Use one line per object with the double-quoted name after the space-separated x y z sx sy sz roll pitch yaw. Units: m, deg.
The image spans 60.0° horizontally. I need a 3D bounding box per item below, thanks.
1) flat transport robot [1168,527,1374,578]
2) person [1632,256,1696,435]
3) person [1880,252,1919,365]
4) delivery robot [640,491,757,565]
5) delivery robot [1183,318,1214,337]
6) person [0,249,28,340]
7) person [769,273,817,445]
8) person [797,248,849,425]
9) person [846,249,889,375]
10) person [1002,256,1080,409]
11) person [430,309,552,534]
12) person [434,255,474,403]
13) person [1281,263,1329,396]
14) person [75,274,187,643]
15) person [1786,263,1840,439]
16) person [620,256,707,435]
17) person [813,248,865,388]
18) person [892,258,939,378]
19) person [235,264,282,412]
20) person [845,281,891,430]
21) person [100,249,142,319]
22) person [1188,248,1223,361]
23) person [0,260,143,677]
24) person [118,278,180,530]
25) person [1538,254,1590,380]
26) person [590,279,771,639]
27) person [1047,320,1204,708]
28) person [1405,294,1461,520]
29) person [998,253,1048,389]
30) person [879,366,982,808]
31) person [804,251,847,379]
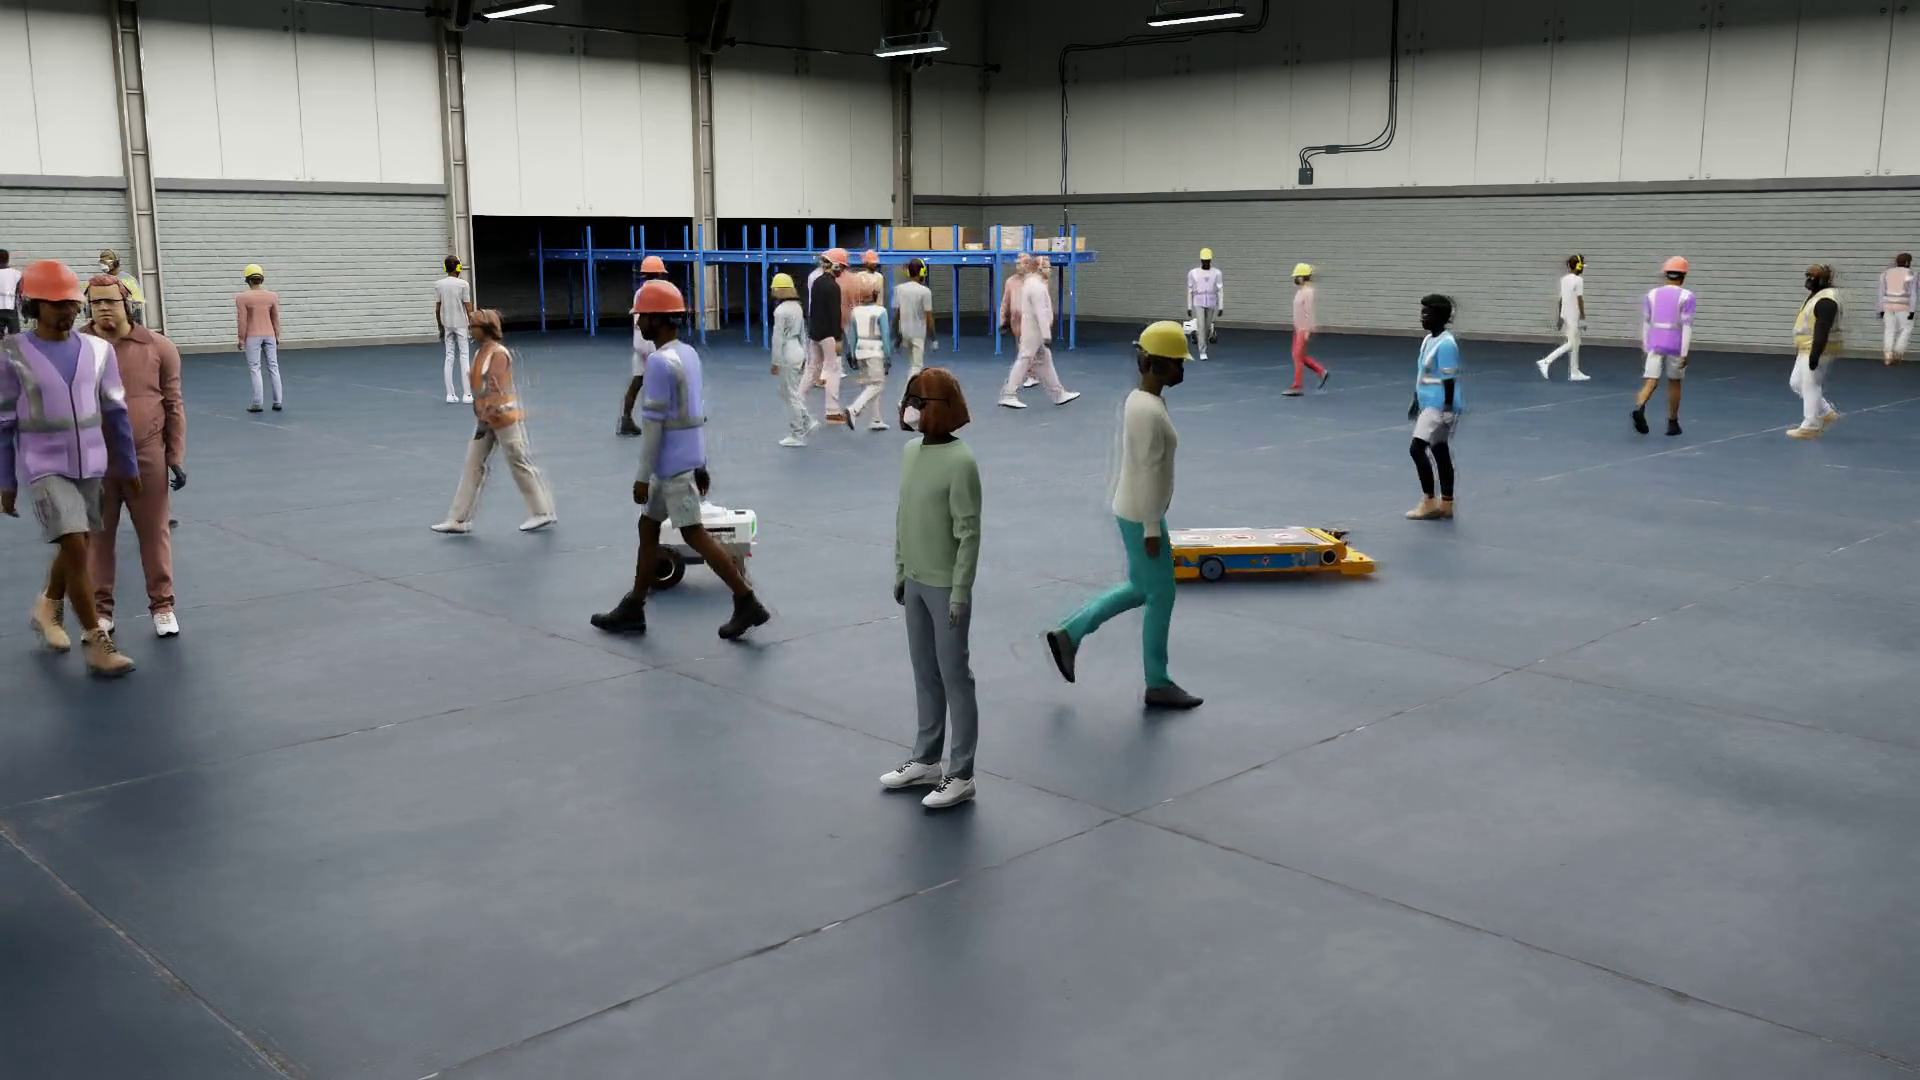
1.836 0.071 10.587 1.431 0.197 0.652 -1 10 -6 "flat transport robot"
7.427 -2.042 17.565 0.542 1.906 0.863 9 14 41 "person"
15.373 -3.784 27.246 0.442 1.826 0.641 -7 13 -34 "person"
-1.610 -0.058 10.258 0.707 0.478 0.477 -2 11 -11 "delivery robot"
4.713 -4.208 32.890 0.477 0.478 0.707 -4 11 -21 "delivery robot"
-14.734 -3.532 25.687 0.608 1.899 0.445 -3 11 -17 "person"
-1.733 -1.818 16.784 0.397 1.727 0.496 3 11 15 "person"
-1.568 -2.310 18.842 0.601 1.965 0.827 -6 12 -30 "person"
-1.428 -3.509 25.577 0.547 1.906 0.877 -8 13 -39 "person"
0.985 -2.550 20.461 1.015 1.849 0.666 -1 10 -4 "person"
-3.321 -0.834 11.803 0.851 1.594 0.513 -8 13 -38 "person"
-6.381 -2.673 21.092 0.507 1.865 0.329 2 11 11 "person"
4.601 -2.790 22.045 0.587 1.750 0.528 -1 10 -4 "person"
-4.399 -0.427 8.717 0.639 1.911 0.406 -4 11 -21 "person"
8.898 -1.957 17.297 0.455 1.823 0.653 4 11 19 "person"
-3.224 -2.066 17.711 0.975 1.882 0.565 -6 12 -31 "person"
-1.630 -3.117 23.326 0.627 1.940 1.072 7 12 33 "person"
-0.476 -2.332 19.263 0.575 1.844 0.593 9 14 40 "person"
-8.462 -2.435 20.059 0.325 1.767 0.533 9 13 39 "person"
-1.002 -1.973 17.932 0.521 1.620 0.679 10 14 43 "person"
-10.291 -2.572 20.329 0.637 1.938 0.355 3 11 17 "person"
4.204 -4.061 28.568 0.593 1.902 0.852 0 10 -2 "person"
-4.431 -0.375 8.205 1.021 2.003 0.625 7 13 34 "person"
-5.995 -0.951 11.830 0.619 1.811 0.599 0 10 3 "person"
8.881 -3.252 24.308 0.780 1.844 0.520 -1 10 -3 "person"
-1.466 -0.421 8.761 1.013 1.893 0.555 1 10 7 "person"
0.760 -0.114 7.470 0.635 1.742 0.524 0 10 1 "person"
3.482 -0.977 12.346 0.539 1.683 0.548 1 10 6 "person"
0.842 -3.013 22.968 0.675 1.851 0.999 7 12 33 "person"
-0.101 0.168 6.216 0.280 1.636 0.500 -6 12 -31 "person"
-2.010 -3.367 24.814 0.645 1.890 0.651 9 13 39 "person"
